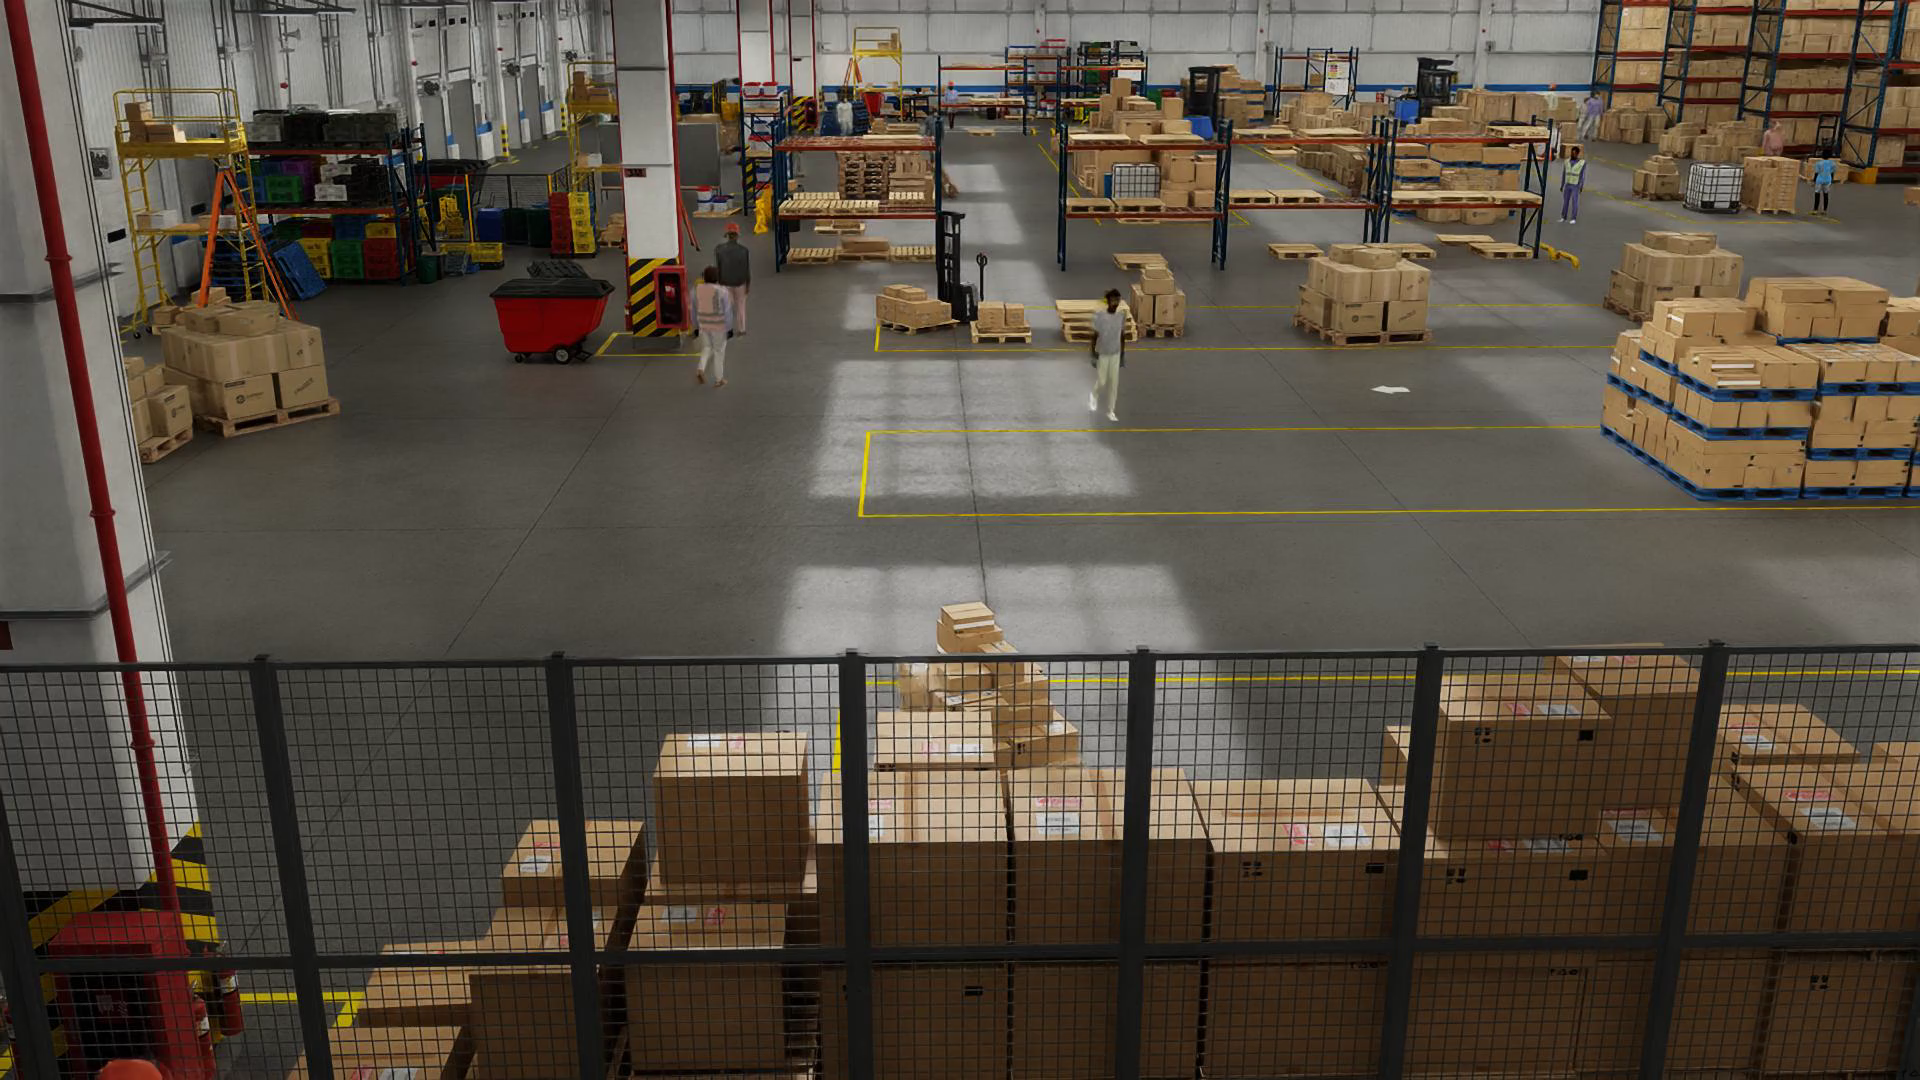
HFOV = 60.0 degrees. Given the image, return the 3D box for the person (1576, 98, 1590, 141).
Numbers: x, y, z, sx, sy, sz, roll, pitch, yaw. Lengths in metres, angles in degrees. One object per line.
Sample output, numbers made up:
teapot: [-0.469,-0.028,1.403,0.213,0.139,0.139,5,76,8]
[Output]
person: [23.706,-15.953,63.129,0.539,1.612,0.650,4,19,10]

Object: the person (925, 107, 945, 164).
person: [-0.815,-13.257,54.664,0.651,1.928,0.517,1,19,2]

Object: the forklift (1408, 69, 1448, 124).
forklift: [17.013,-15.594,60.131,1.129,2.768,1.873,-1,19,-2]

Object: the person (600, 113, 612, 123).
person: [-12.643,-14.830,59.811,0.605,1.614,0.539,14,23,35]

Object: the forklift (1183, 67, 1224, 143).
forklift: [8.883,-16.014,61.379,1.129,2.768,1.873,13,22,33]

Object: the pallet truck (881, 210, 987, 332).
pallet truck: [-0.493,-4.759,29.349,1.885,1.965,0.823,-13,23,-34]

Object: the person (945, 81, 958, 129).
person: [-0.362,-17.999,68.745,0.556,1.920,0.735,-3,19,-10]

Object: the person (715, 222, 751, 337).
person: [-3.871,-4.404,28.337,0.640,1.972,0.605,4,19,12]

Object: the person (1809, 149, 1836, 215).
person: [22.507,-9.333,43.381,0.537,1.695,0.321,0,19,-1]

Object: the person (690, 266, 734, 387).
person: [-3.707,-3.194,24.973,0.638,1.832,0.459,8,20,23]

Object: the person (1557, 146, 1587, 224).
person: [15.420,-8.933,41.856,0.383,1.916,0.591,-16,24,-39]

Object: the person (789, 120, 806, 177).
person: [-5.036,-12.189,51.808,0.751,1.714,0.504,-10,21,-27]

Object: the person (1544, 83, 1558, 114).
person: [23.409,-17.124,66.062,0.580,1.979,0.632,-17,25,-41]

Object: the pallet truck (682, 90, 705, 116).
pallet truck: [-9.671,-15.907,62.421,0.823,1.965,1.885,5,19,15]

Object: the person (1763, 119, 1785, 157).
person: [24.498,-11.705,50.114,0.679,1.889,0.463,-2,19,-5]

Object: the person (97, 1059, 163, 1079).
person: [-3.285,2.921,6.691,0.815,1.909,0.580,0,19,0]

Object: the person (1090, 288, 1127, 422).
person: [2.057,-2.600,23.160,0.530,1.853,0.578,-6,19,-16]

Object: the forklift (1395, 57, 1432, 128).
forklift: [19.099,-18.499,68.749,1.873,2.768,1.129,-1,19,-1]

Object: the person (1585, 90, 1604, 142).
person: [24.013,-16.073,63.055,0.645,1.922,0.614,0,19,1]

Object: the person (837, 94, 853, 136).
person: [-4.172,-15.280,60.679,0.651,1.918,0.454,-12,22,-32]

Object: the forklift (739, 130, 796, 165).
forklift: [-6.391,-13.889,55.073,1.873,2.768,1.129,-1,19,-1]

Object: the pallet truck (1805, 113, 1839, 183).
pallet truck: [26.403,-11.957,50.702,0.823,1.965,1.885,6,19,16]
